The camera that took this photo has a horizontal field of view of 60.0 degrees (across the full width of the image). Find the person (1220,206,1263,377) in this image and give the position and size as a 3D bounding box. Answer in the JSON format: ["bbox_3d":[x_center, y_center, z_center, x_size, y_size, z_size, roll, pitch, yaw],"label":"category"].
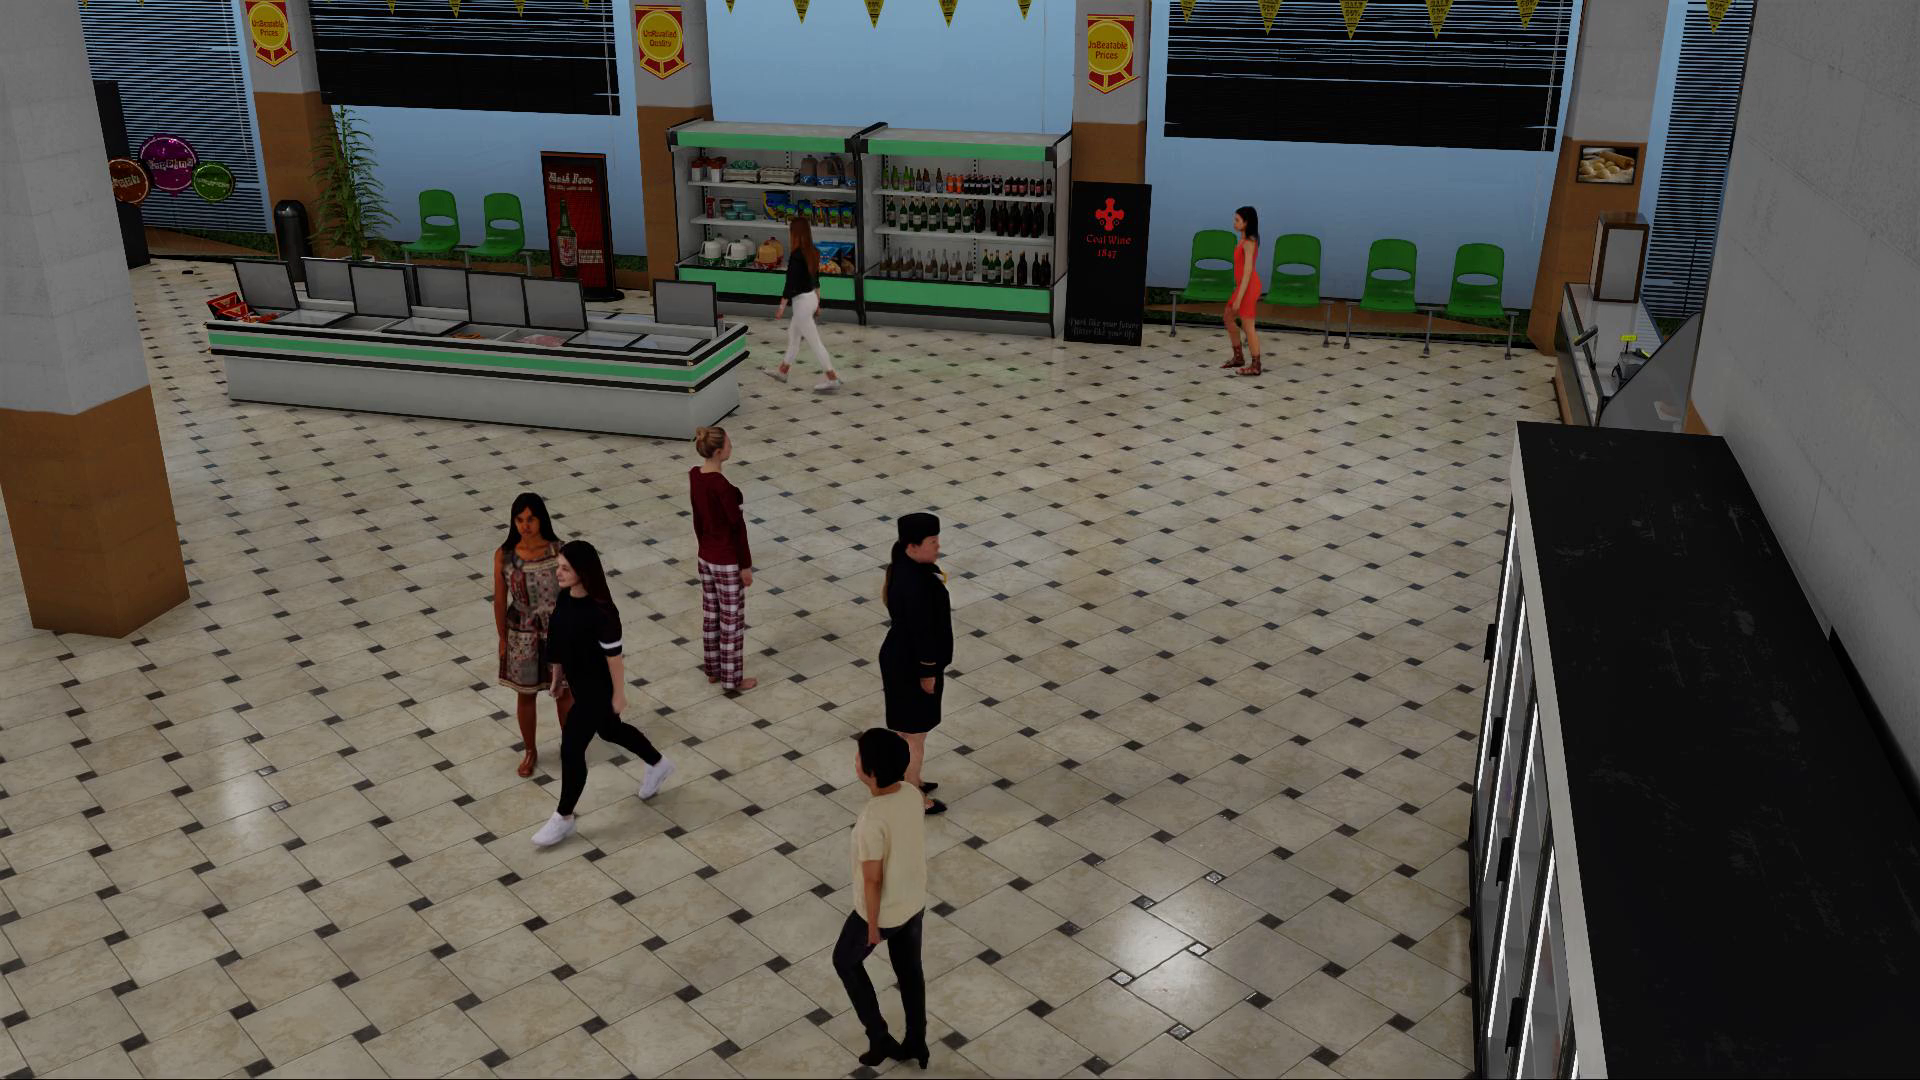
[{"bbox_3d":[2.928,-2.454,16.489,0.720,1.699,0.733,0,22,0],"label":"person"}]

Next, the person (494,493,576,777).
[{"bbox_3d":[-2.316,0.510,9.186,0.650,1.645,0.785,-6,23,-14],"label":"person"}]

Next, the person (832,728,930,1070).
[{"bbox_3d":[-0.231,1.514,6.775,0.691,1.579,0.673,15,26,32],"label":"person"}]

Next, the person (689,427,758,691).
[{"bbox_3d":[-1.455,0.103,10.130,0.741,1.696,0.626,-18,28,-38],"label":"person"}]

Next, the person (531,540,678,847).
[{"bbox_3d":[-1.855,0.745,8.658,1.052,1.601,1.145,-20,29,-40],"label":"person"}]

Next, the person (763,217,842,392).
[{"bbox_3d":[-1.424,-2.222,15.956,1.103,1.665,0.659,7,23,18],"label":"person"}]

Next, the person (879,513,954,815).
[{"bbox_3d":[-0.244,0.651,8.799,0.771,1.671,0.783,-3,22,-8],"label":"person"}]
